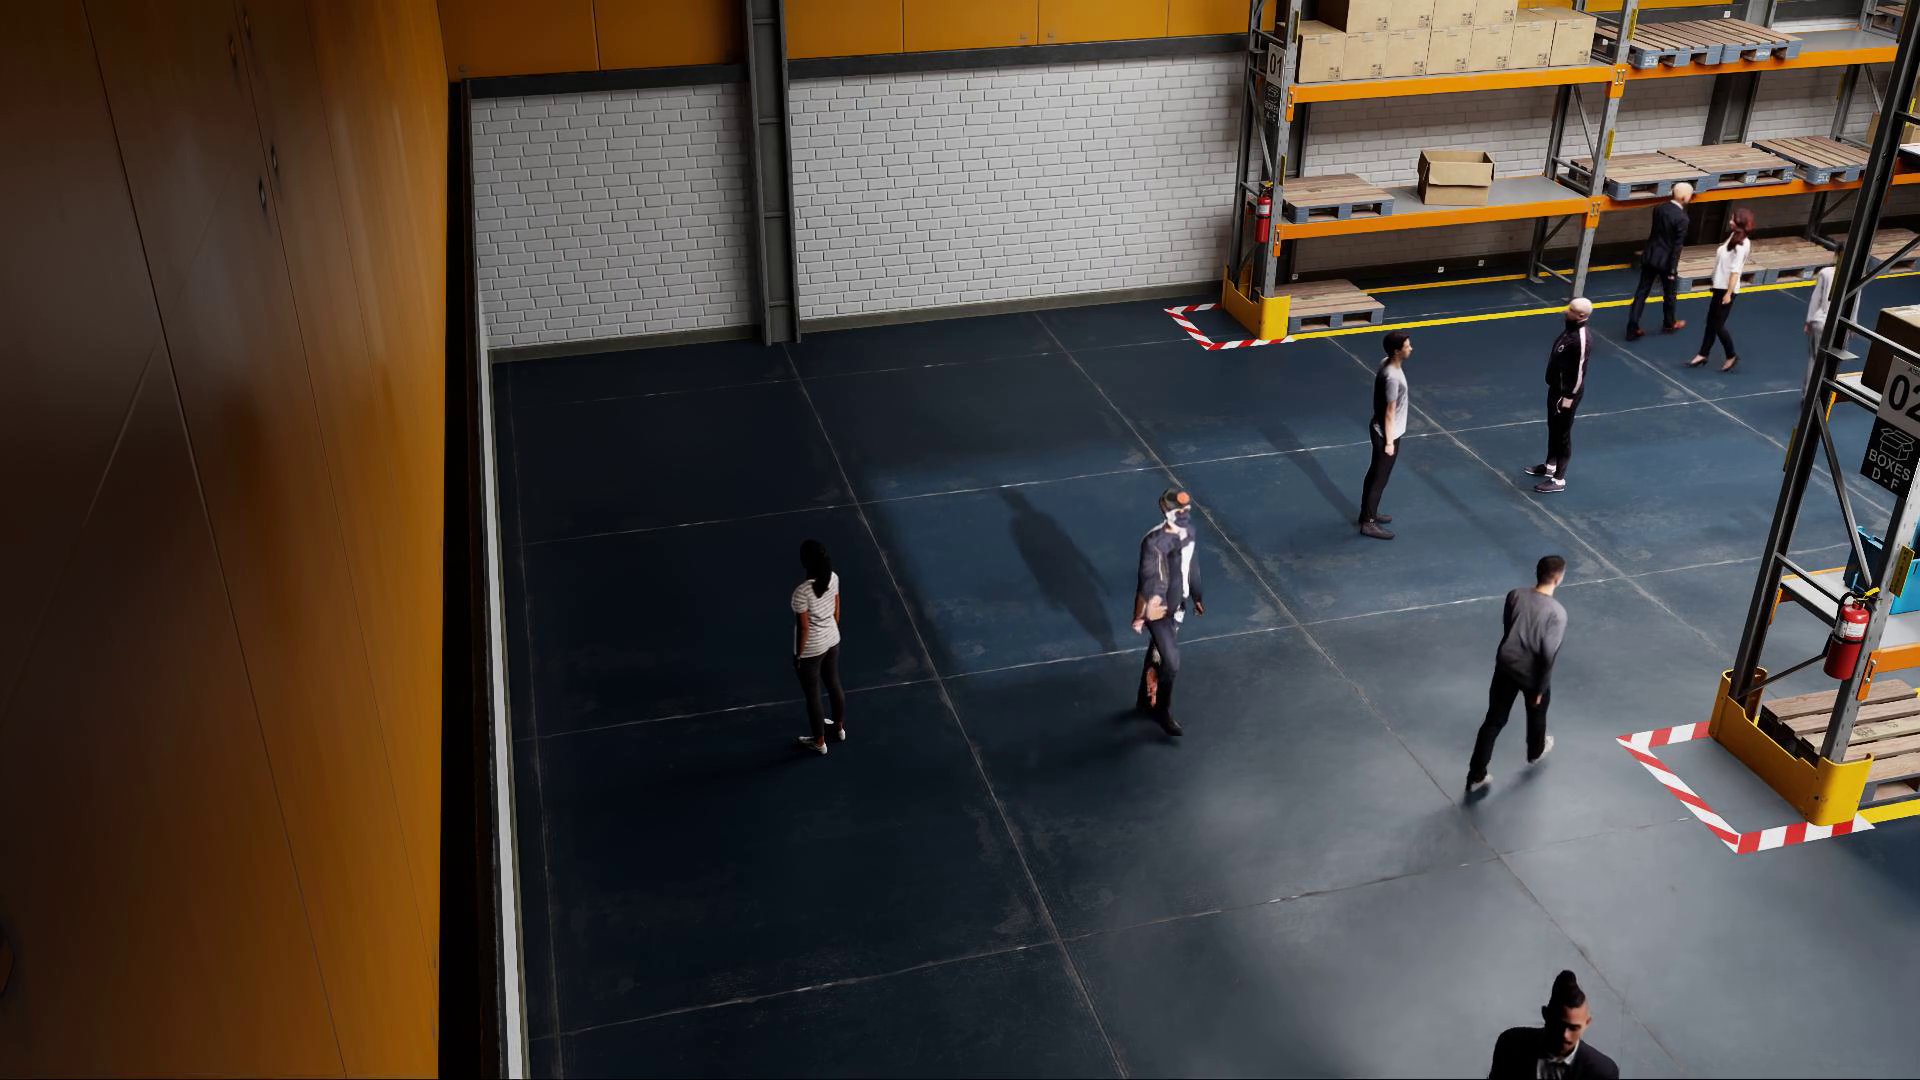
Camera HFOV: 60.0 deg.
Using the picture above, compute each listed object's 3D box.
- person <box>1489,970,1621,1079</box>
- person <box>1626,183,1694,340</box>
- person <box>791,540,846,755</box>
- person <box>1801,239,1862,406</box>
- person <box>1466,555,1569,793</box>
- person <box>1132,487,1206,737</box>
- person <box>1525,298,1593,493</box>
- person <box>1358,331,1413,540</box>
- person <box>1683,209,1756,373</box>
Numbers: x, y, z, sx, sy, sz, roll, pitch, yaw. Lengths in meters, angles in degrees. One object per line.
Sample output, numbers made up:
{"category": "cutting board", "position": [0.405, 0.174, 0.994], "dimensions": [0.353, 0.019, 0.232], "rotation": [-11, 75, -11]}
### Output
{"category": "person", "position": [2.663, 2.712, 7.620], "dimensions": [1.071, 1.936, 1.118], "rotation": [14, 31, 24]}
{"category": "person", "position": [7.665, -3.044, 18.352], "dimensions": [1.117, 1.763, 0.882], "rotation": [-17, 33, -28]}
{"category": "person", "position": [-0.988, 0.728, 11.560], "dimensions": [0.718, 1.646, 0.632], "rotation": [21, 35, 34]}
{"category": "person", "position": [8.697, -2.120, 16.661], "dimensions": [0.809, 1.762, 0.882], "rotation": [21, 35, 34]}
{"category": "person", "position": [3.701, 0.932, 11.112], "dimensions": [1.002, 1.718, 1.213], "rotation": [25, 37, 37]}
{"category": "person", "position": [1.387, 0.449, 11.830], "dimensions": [0.947, 1.877, 0.872], "rotation": [24, 37, 37]}
{"category": "person", "position": [5.519, -1.340, 15.151], "dimensions": [0.701, 1.837, 0.741], "rotation": [2, 29, 4]}
{"category": "person", "position": [3.673, -0.934, 14.380], "dimensions": [0.695, 1.863, 0.743], "rotation": [4, 29, 7]}
{"category": "person", "position": [8.124, -2.621, 17.545], "dimensions": [0.855, 1.794, 0.769], "rotation": [5, 29, 9]}
